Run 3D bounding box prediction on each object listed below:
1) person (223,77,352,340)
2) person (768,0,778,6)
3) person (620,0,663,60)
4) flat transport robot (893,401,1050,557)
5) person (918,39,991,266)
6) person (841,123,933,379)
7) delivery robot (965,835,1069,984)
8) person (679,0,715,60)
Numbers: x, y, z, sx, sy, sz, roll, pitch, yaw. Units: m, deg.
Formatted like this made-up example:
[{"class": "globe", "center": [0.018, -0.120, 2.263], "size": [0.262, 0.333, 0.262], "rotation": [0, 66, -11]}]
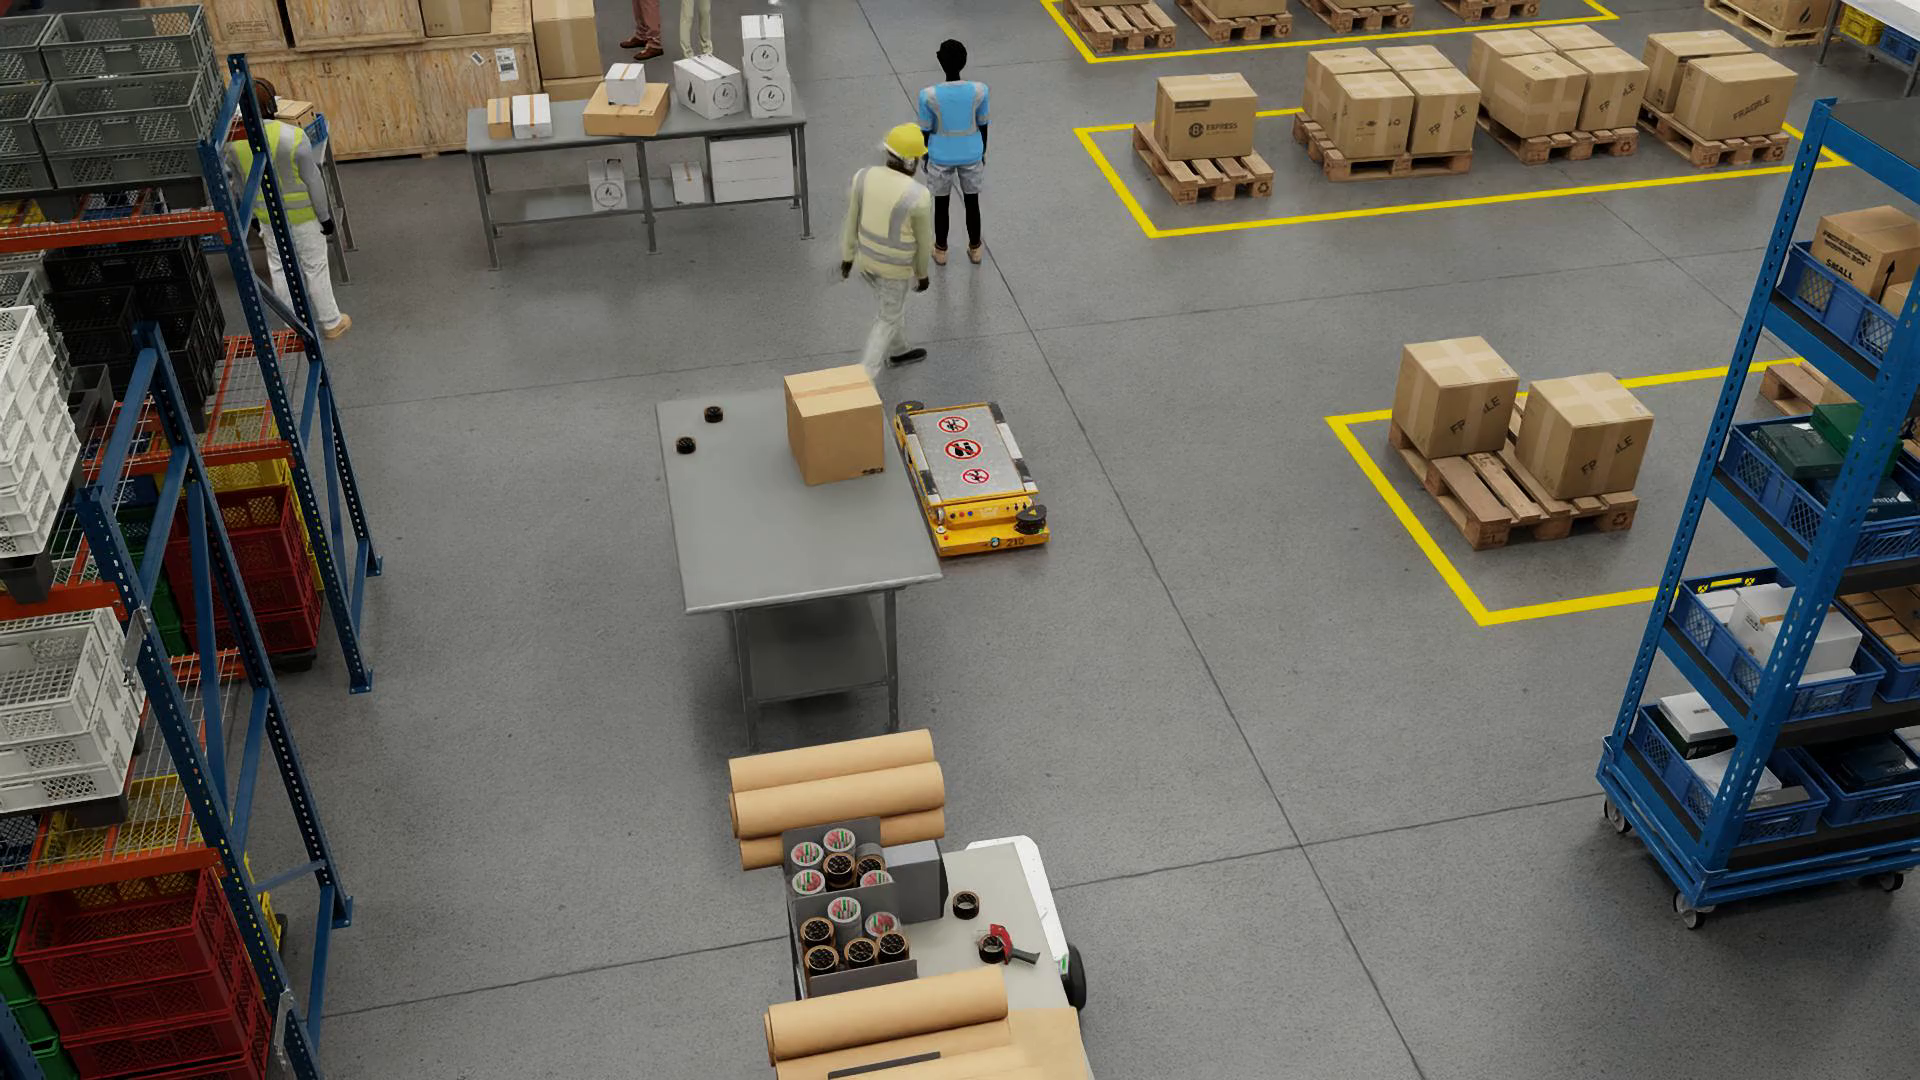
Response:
[{"class": "person", "center": [-4.527, -2.212, 11.209], "size": [0.619, 1.836, 0.430], "rotation": [7, 37, 9]}, {"class": "person", "center": [-1.742, -6.377, 16.767], "size": [0.382, 1.887, 0.683], "rotation": [24, 43, 28]}, {"class": "person", "center": [-3.060, -5.480, 15.541], "size": [0.407, 1.902, 0.638], "rotation": [-17, 40, -22]}, {"class": "flat transport robot", "center": [0.046, -0.430, 10.108], "size": [0.652, 0.197, 1.431], "rotation": [-8, 37, -10]}, {"class": "person", "center": [-0.042, -2.799, 12.111], "size": [0.535, 1.695, 0.319], "rotation": [-5, 37, -7]}, {"class": "person", "center": [-0.502, -1.781, 10.675], "size": [0.601, 1.783, 0.768], "rotation": [31, 46, 34]}, {"class": "delivery robot", "center": [0.227, 1.590, 7.082], "size": [0.477, 0.478, 0.707], "rotation": [-6, 37, -8]}, {"class": "person", "center": [-2.419, -5.201, 15.191], "size": [0.538, 1.869, 0.313], "rotation": [-30, 46, -34]}]
